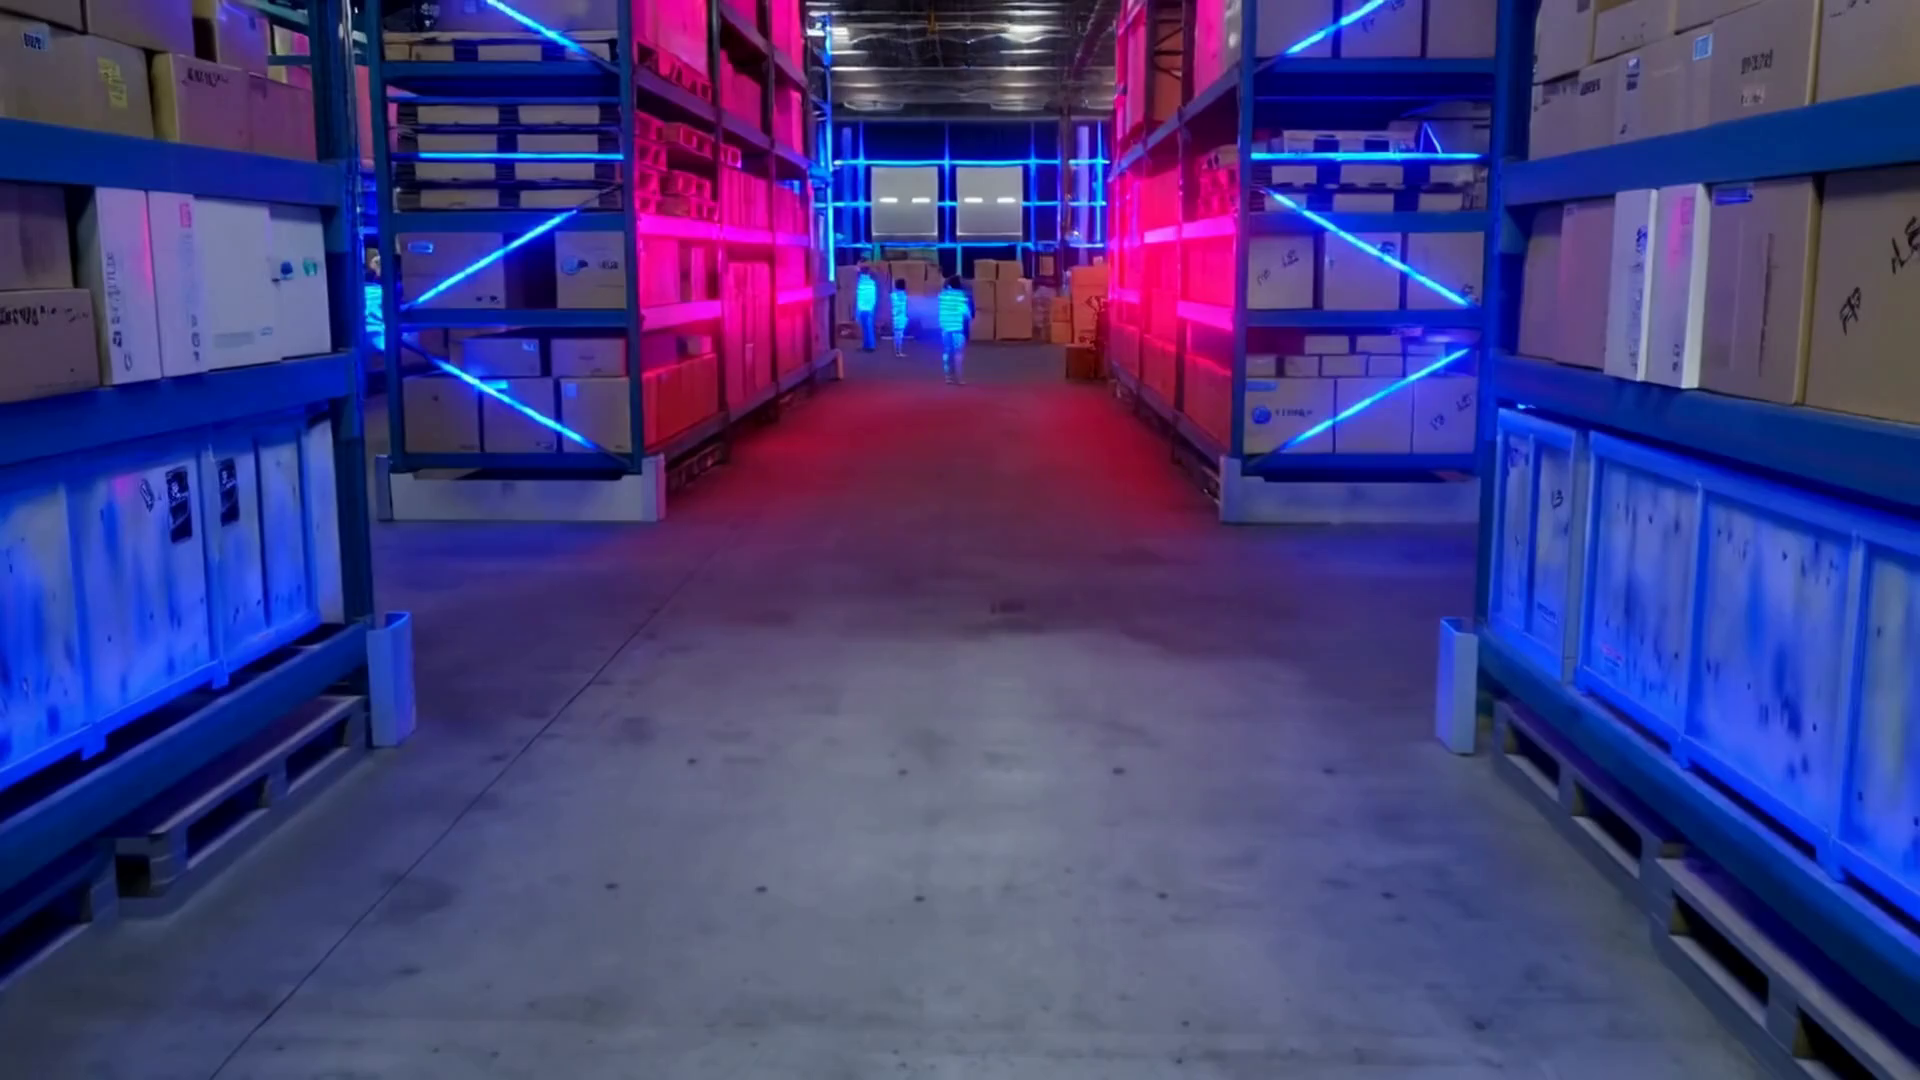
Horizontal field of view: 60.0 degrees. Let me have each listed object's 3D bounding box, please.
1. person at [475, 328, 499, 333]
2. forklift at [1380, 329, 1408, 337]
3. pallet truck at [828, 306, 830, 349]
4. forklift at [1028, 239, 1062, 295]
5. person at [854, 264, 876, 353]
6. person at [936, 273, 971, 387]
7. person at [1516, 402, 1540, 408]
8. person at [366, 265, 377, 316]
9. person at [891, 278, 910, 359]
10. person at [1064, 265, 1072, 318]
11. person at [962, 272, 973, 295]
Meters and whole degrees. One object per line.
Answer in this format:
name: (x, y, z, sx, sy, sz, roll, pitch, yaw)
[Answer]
person: (-8.900, -4.156, 31.343, 0.568, 1.911, 0.667, 7, 12, 35)
forklift: (7.816, -4.887, 32.834, 1.873, 2.768, 1.129, -2, 10, -12)
pallet truck: (-3.100, -3.940, 29.800, 1.885, 1.965, 0.823, 3, 10, 19)
forklift: (3.077, -9.167, 58.473, 1.129, 2.768, 1.873, 2, 10, 14)
person: (-2.114, -5.187, 37.278, 0.376, 1.995, 0.611, -8, 13, -41)
person: (-0.083, -3.398, 27.017, 0.627, 1.847, 0.429, 8, 12, 40)
person: (2.759, -0.108, 7.950, 0.342, 1.617, 0.529, 2, 10, 10)
person: (-22.185, -9.402, 62.728, 0.369, 1.928, 0.586, -6, 11, -32)
person: (-1.255, -4.666, 35.050, 0.315, 1.695, 0.541, -5, 11, -29)
person: (3.971, -8.971, 60.181, 0.585, 1.917, 0.381, -7, 12, -36)
person: (0.348, -8.847, 60.126, 0.531, 1.694, 0.321, 0, 9, -1)
